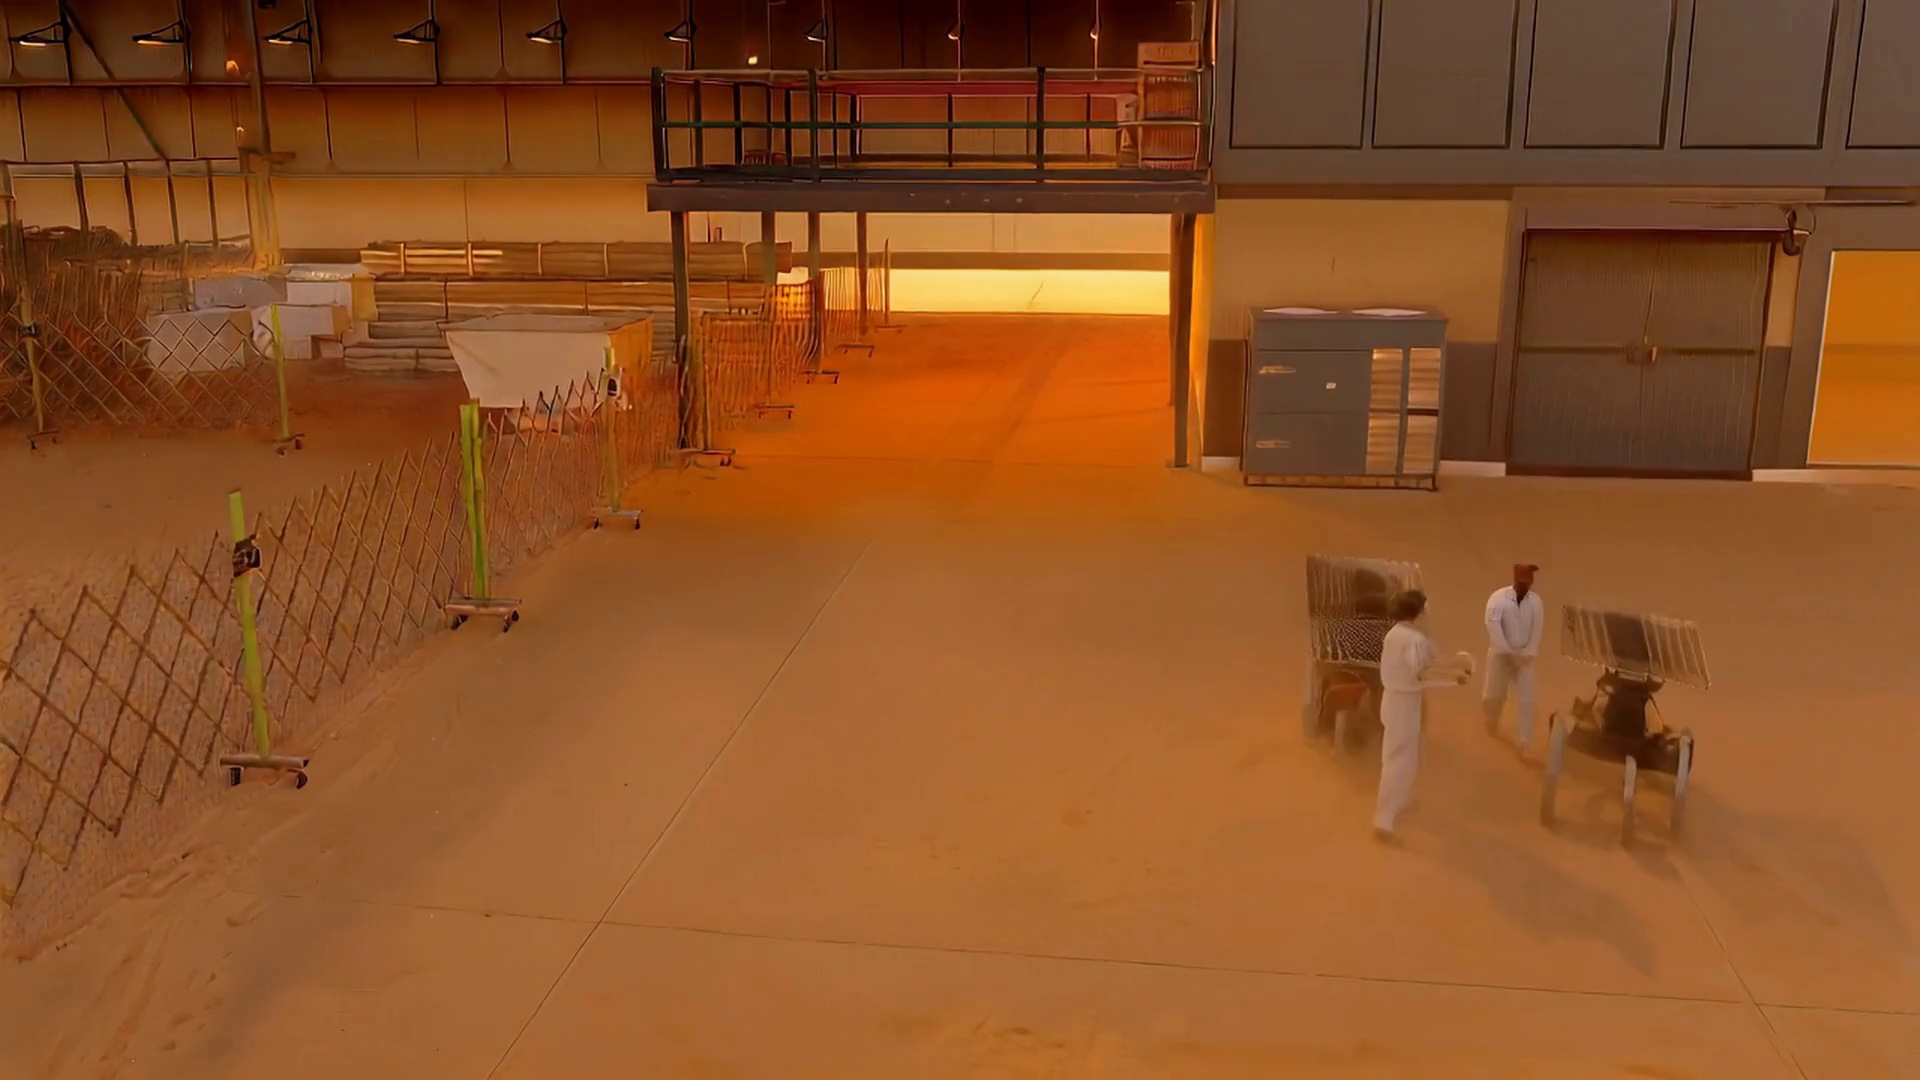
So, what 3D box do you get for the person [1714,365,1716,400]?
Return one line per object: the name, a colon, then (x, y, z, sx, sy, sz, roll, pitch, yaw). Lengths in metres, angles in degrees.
person: (8.114, -1.653, 18.114, 0.282, 1.636, 0.500, -6, 15, -23)
